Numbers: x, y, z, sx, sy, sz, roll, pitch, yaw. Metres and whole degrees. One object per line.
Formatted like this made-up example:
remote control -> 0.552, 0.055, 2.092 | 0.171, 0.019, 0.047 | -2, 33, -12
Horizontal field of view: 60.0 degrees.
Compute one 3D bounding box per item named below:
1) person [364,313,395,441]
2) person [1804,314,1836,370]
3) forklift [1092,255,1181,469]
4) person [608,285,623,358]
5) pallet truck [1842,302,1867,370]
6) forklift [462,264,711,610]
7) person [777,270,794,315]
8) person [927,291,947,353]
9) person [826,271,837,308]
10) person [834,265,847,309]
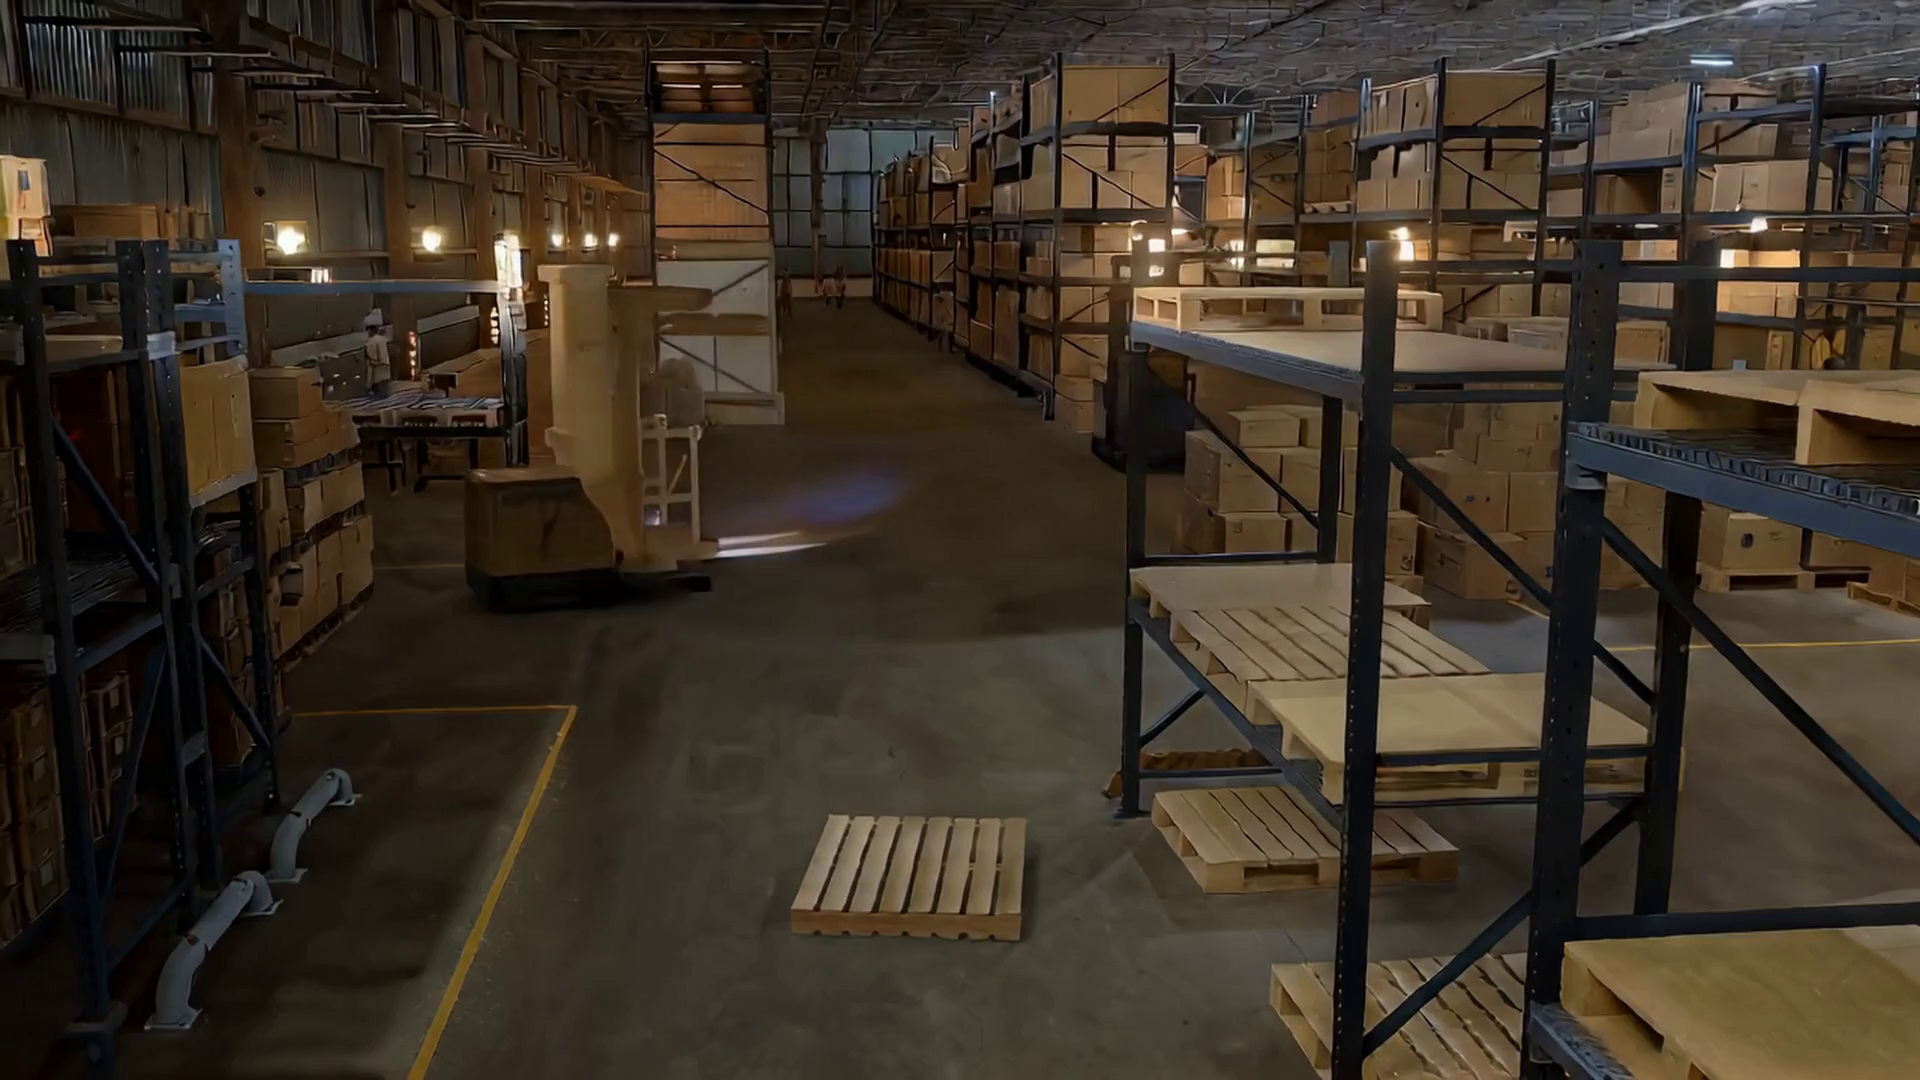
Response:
person -> -8.815, -2.460, 25.179 | 0.361, 1.938, 0.545 | 2, 10, 12
person -> 13.137, -2.494, 25.452 | 0.397, 1.911, 0.587 | 10, 14, 44
forklift -> 2.485, -2.470, 22.618 | 1.129, 2.768, 1.873 | -1, 10, -6
person -> -8.967, -5.582, 42.632 | 0.696, 1.885, 0.422 | 10, 14, 43
pallet truck -> 15.846, -3.142, 28.793 | 1.885, 1.965, 0.823 | 2, 10, 12
forklift -> -3.222, -0.933, 14.101 | 1.873, 2.768, 1.129 | -5, 11, -26
person -> -7.091, -10.045, 67.495 | 0.667, 1.853, 0.904 | 0, 10, -1
person -> -0.582, -5.837, 44.599 | 0.493, 1.683, 0.540 | -2, 10, -9
person -> -5.763, -11.313, 75.112 | 0.531, 1.611, 0.693 | 2, 10, 12
person -> -5.226, -11.051, 72.820 | 0.582, 1.920, 0.453 | 0, 10, 2
